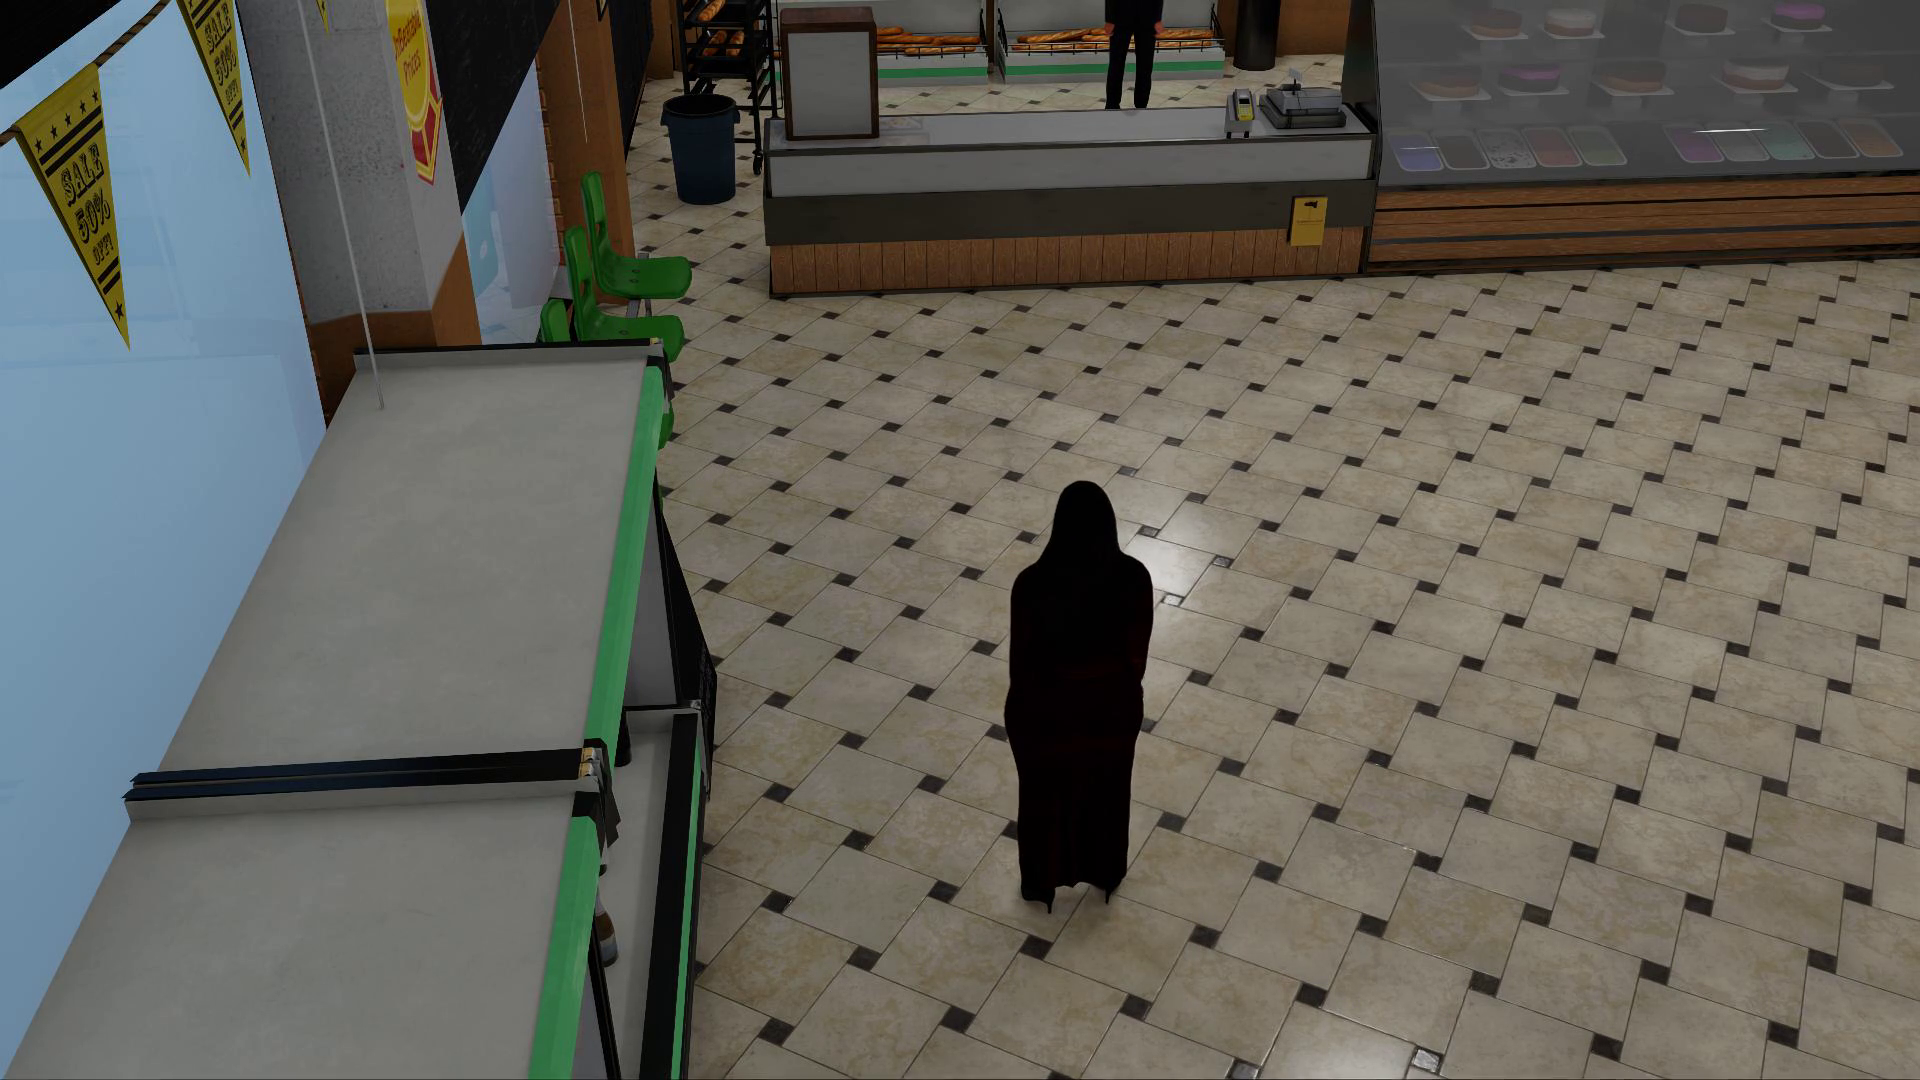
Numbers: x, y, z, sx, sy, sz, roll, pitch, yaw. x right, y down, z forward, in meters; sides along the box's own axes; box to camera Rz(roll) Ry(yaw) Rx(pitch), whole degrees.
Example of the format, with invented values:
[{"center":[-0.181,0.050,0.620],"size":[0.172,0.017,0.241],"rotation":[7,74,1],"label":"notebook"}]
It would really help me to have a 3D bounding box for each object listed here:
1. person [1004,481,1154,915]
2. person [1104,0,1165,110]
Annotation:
[{"center":[0.409,0.583,5.822],"size":[0.699,1.756,0.657],"rotation":[-7,33,-11],"label":"person"},{"center":[1.416,-4.244,13.474],"size":[0.627,1.868,0.562],"rotation":[-3,32,-4],"label":"person"}]
